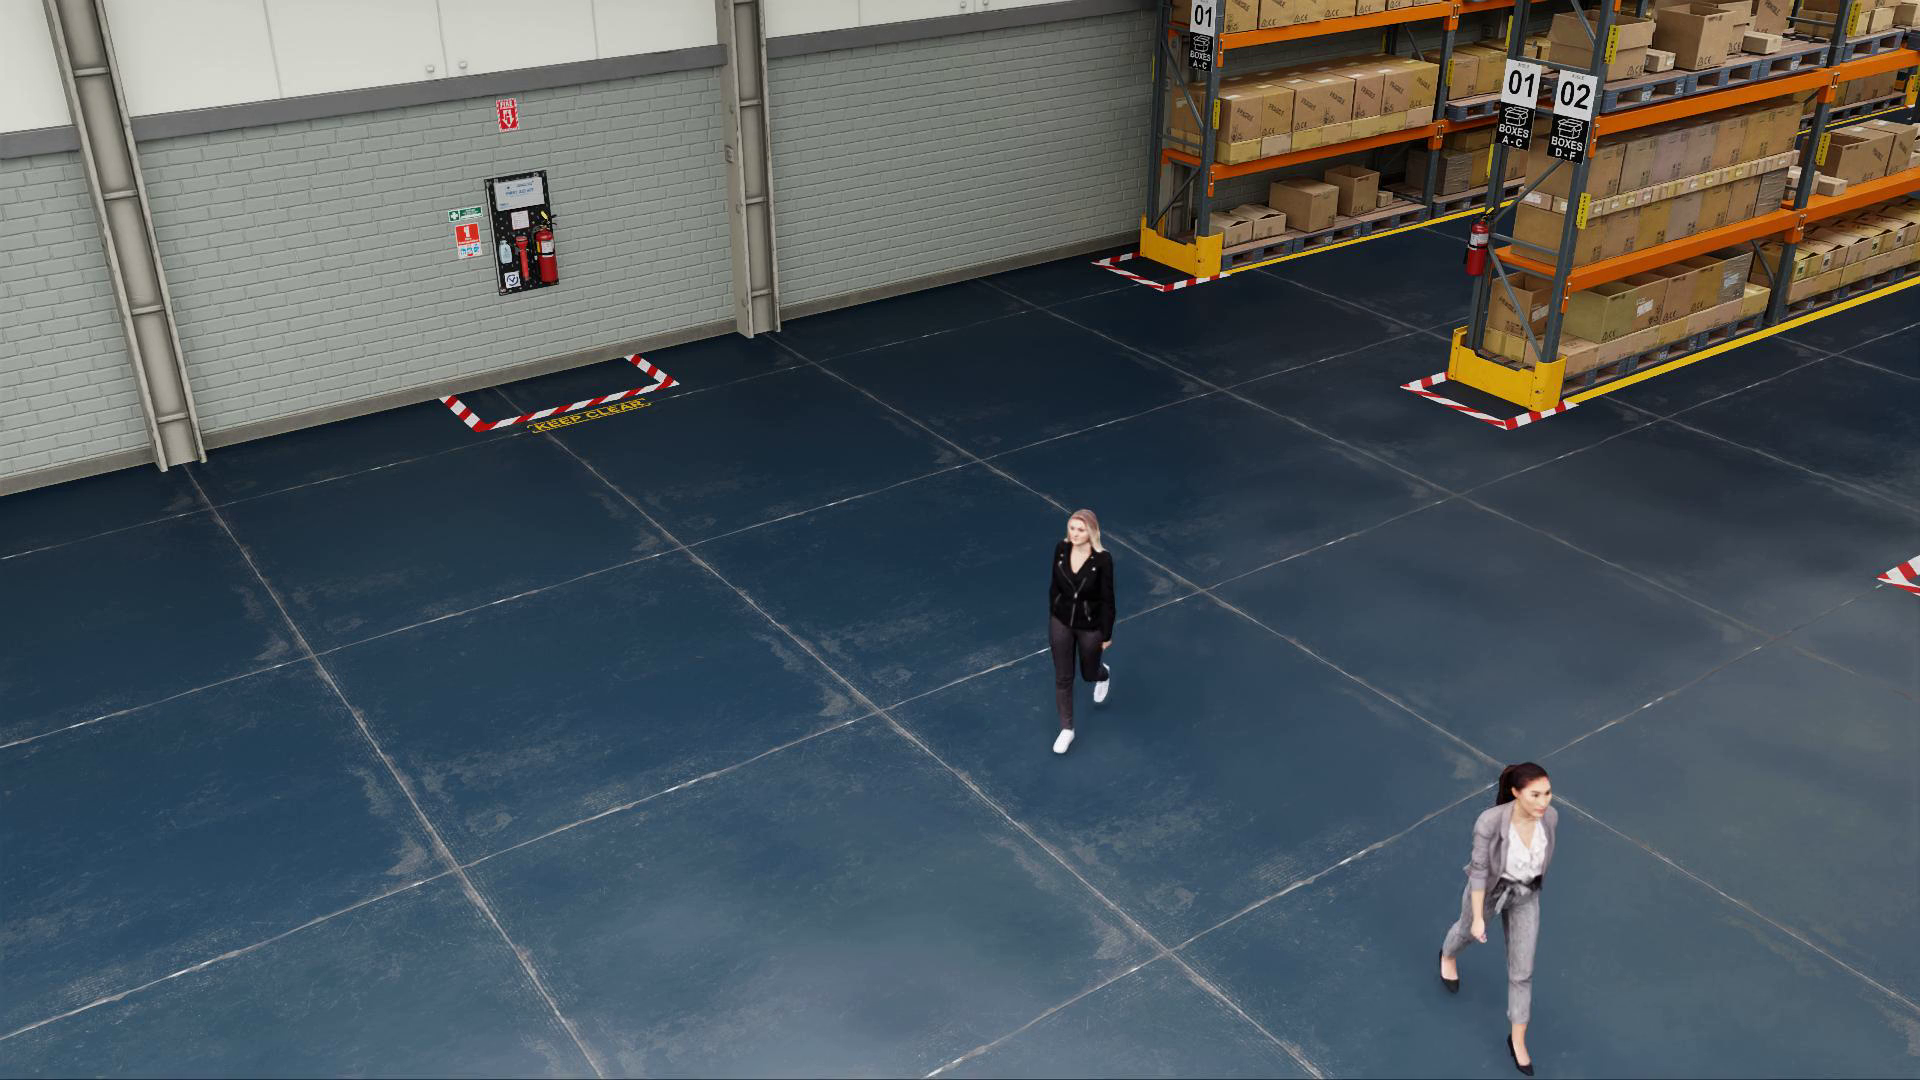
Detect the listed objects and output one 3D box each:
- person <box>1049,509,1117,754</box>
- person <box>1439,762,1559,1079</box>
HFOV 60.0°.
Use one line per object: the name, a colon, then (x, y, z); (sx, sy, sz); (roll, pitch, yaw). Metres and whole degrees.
person: (0.814, 0.545, 10.920); (0.914, 1.664, 1.096); (13, 30, 23)
person: (2.713, 1.809, 8.503); (1.138, 1.629, 1.022); (-3, 27, -7)
